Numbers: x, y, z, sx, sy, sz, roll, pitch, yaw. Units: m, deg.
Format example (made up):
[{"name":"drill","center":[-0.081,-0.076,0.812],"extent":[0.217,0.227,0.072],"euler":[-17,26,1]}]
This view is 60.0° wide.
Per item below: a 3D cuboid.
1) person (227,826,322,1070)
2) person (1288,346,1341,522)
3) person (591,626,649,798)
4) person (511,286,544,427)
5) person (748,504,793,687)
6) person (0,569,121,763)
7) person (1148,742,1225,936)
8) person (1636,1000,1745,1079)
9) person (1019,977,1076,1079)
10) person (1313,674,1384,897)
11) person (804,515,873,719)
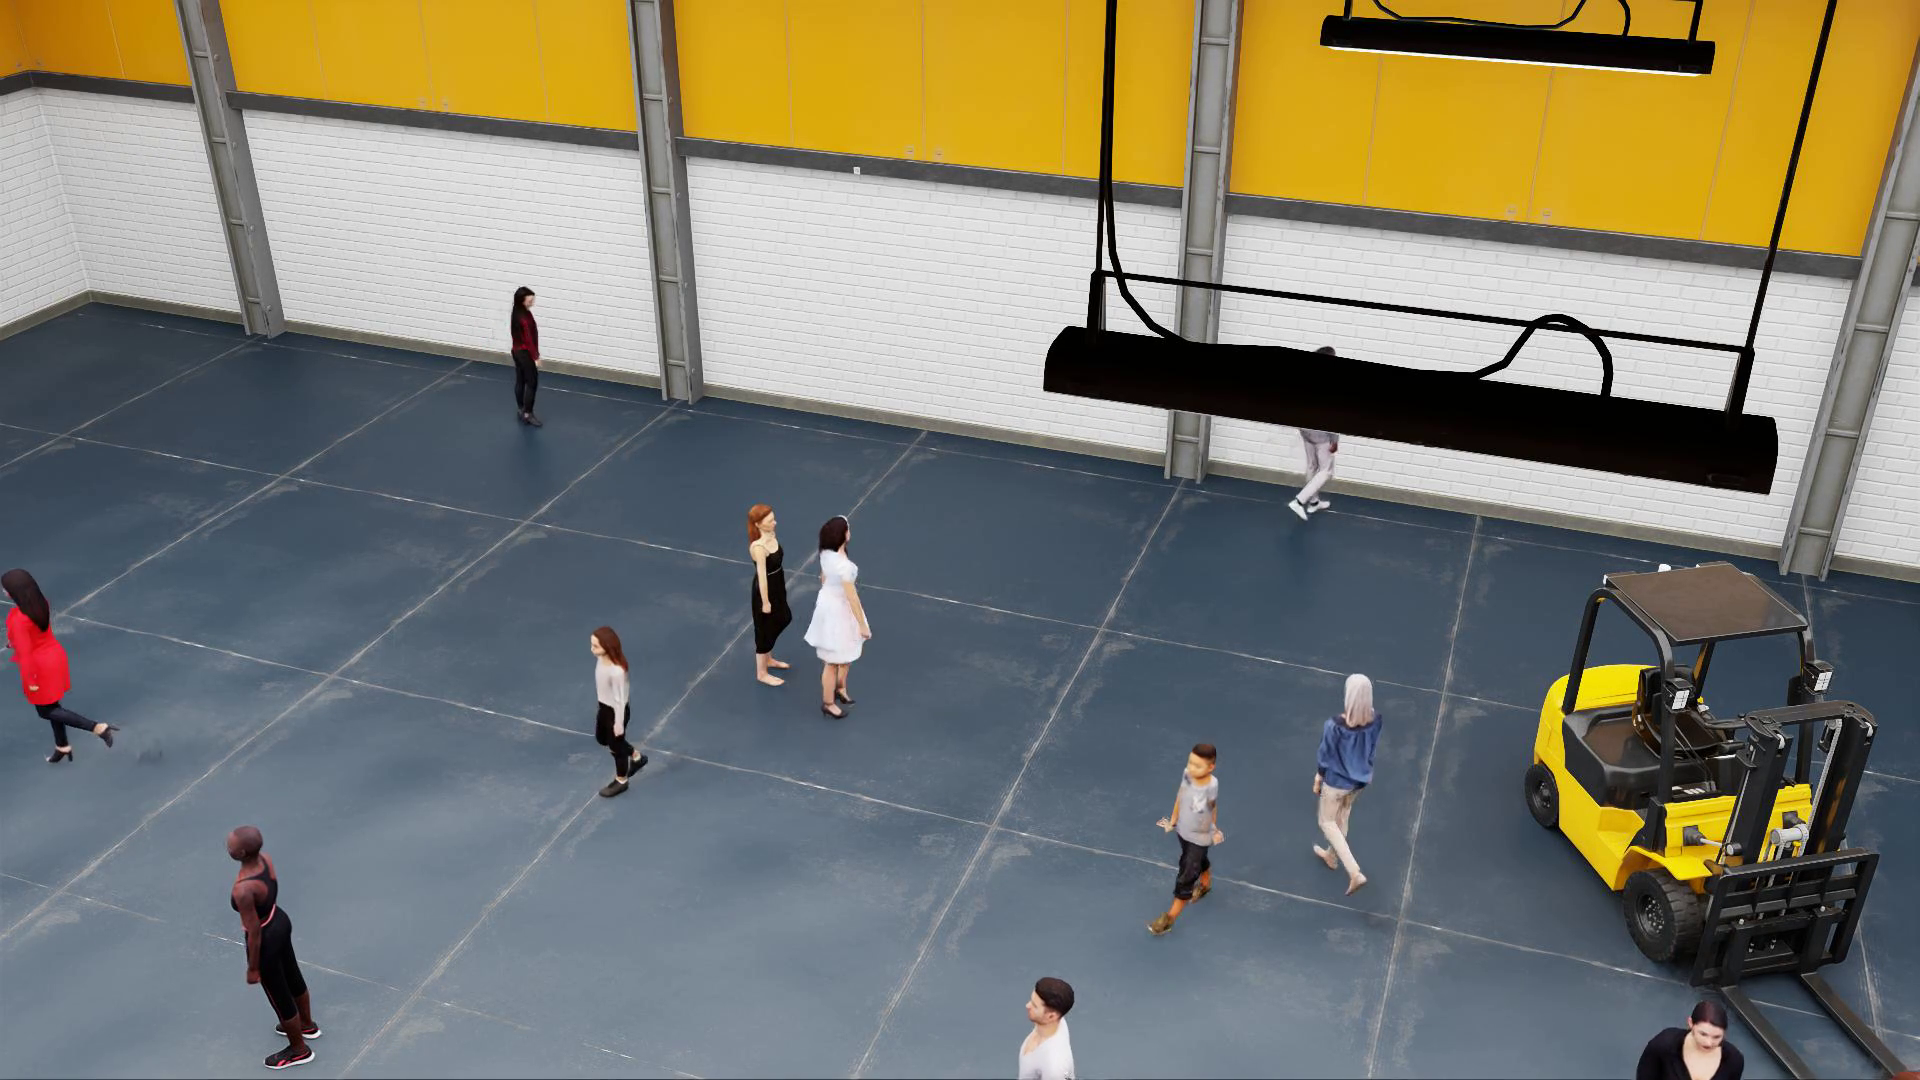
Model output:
[{"name":"person","center":[-4.179,2.442,10.094],"extent":[0.654,1.757,0.658],"euler":[-1,29,-2]},{"name":"person","center":[3.482,-1.035,16.400],"extent":[1.054,1.823,1.018],"euler":[-17,33,-28]},{"name":"person","center":[-2.560,1.261,12.551],"extent":[0.792,1.479,0.737],"euler":[-18,33,-29]},{"name":"person","center":[-4.890,-2.064,18.485],"extent":[0.823,1.634,0.721],"euler":[-24,37,-37]},{"name":"person","center":[-1.619,0.429,13.923],"extent":[0.620,1.625,0.622],"euler":[4,29,7]},{"name":"person","center":[-6.935,0.993,12.775],"extent":[0.958,1.733,0.820],"euler":[-3,29,-5]},{"name":"person","center":[1.652,1.918,11.399],"extent":[0.920,1.427,0.989],"euler":[-22,36,-35]},{"name":"person","center":[3.844,3.079,8.966],"extent":[0.989,1.721,0.724],"euler":[10,30,18]},{"name":"person","center":[0.573,3.082,8.860],"extent":[1.338,1.817,1.079],"euler":[-4,29,-6]},{"name":"person","center":[2.711,1.708,11.520],"extent":[0.976,1.681,1.037],"euler":[-12,31,-21]},{"name":"person","center":[-1.070,0.658,13.325],"extent":[0.962,1.796,0.892],"euler":[-6,29,-11]}]
